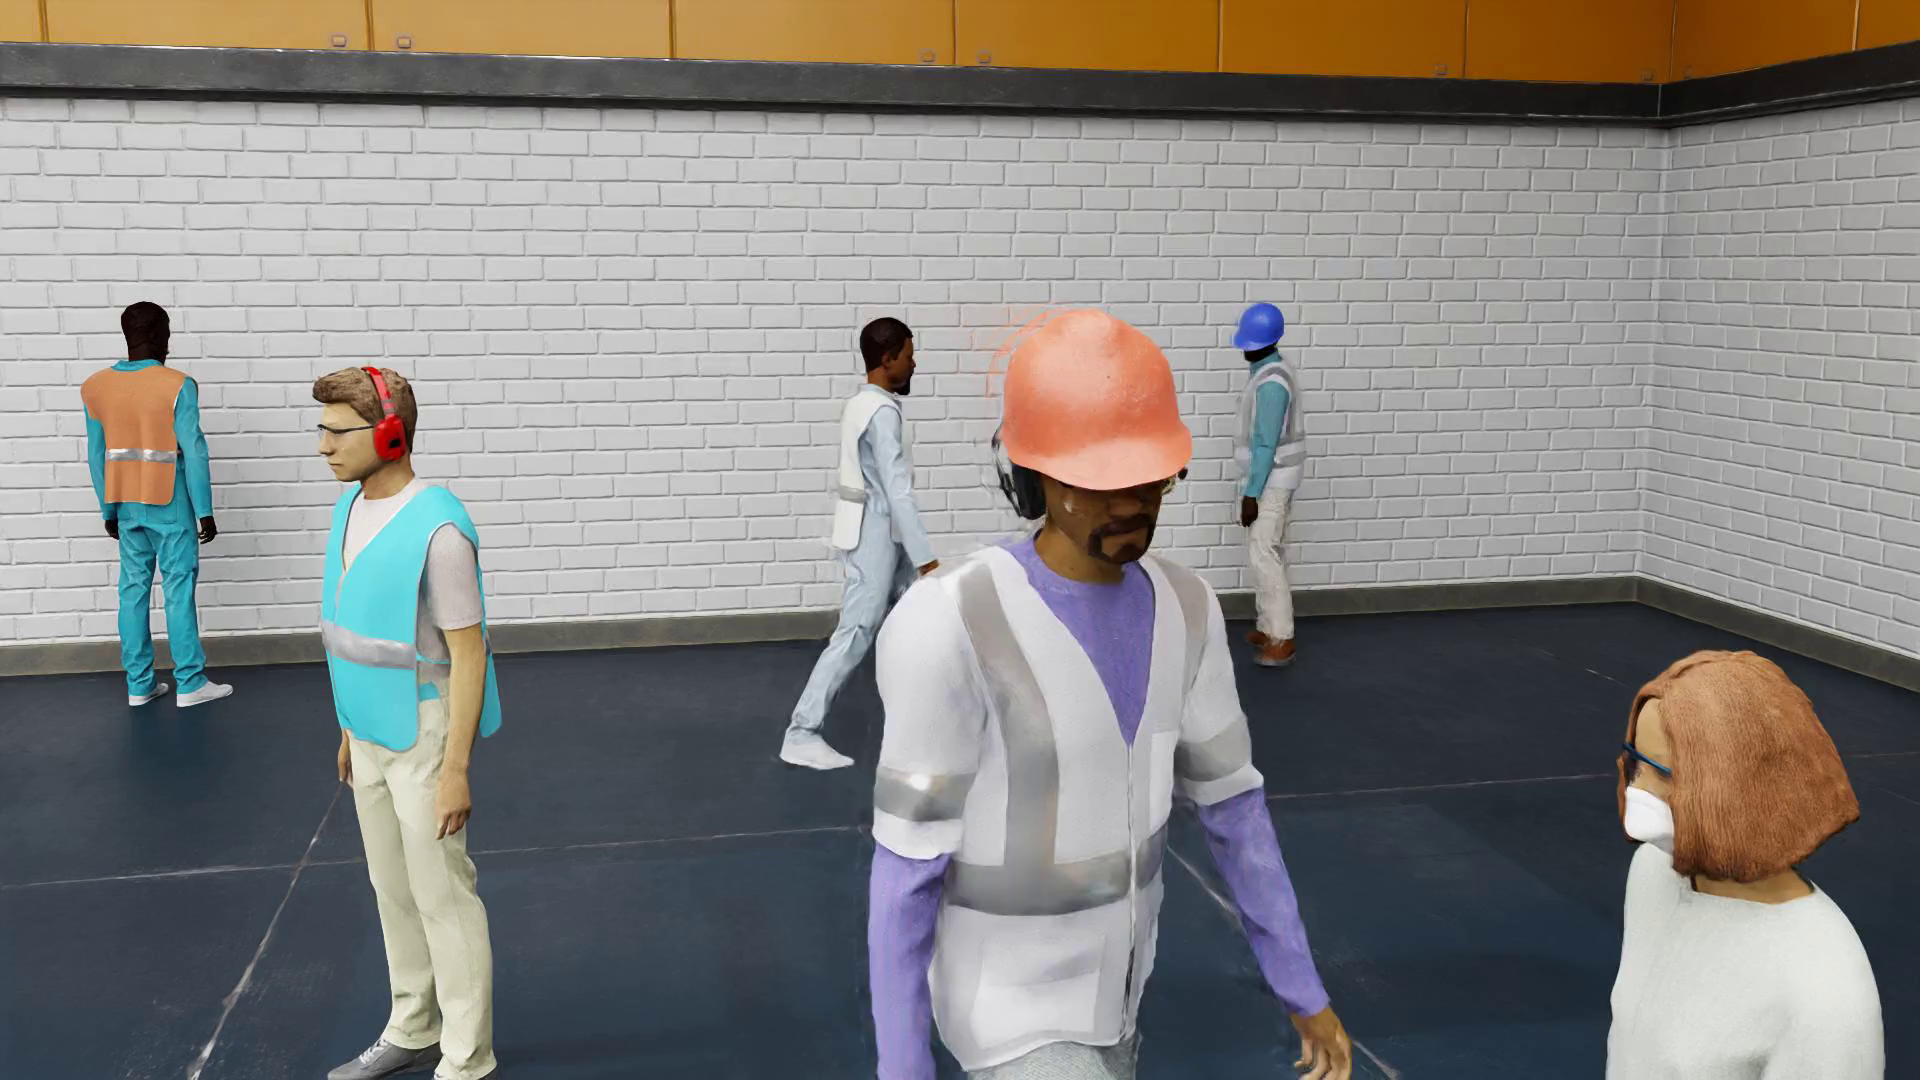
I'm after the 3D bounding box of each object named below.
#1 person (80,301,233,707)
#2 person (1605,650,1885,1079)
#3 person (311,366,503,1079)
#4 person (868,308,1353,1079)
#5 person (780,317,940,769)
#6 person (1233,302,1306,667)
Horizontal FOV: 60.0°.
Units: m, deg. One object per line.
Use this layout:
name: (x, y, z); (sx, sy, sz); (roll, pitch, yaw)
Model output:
person: (-3.801, -0.159, 7.835); (0.588, 1.913, 0.391); (2, 9, 9)
person: (0.919, 0.934, 2.055); (0.278, 1.628, 0.505); (0, 9, -1)
person: (-1.333, 0.496, 4.054); (0.572, 1.840, 0.373); (9, 13, 44)
person: (0.189, 0.675, 2.443); (0.822, 2.003, 0.668); (8, 12, 41)
person: (-0.305, 0.020, 6.895); (0.968, 1.874, 0.600); (-1, 9, -5)
person: (1.624, -0.302, 8.789); (0.387, 1.895, 0.700); (2, 10, 12)
